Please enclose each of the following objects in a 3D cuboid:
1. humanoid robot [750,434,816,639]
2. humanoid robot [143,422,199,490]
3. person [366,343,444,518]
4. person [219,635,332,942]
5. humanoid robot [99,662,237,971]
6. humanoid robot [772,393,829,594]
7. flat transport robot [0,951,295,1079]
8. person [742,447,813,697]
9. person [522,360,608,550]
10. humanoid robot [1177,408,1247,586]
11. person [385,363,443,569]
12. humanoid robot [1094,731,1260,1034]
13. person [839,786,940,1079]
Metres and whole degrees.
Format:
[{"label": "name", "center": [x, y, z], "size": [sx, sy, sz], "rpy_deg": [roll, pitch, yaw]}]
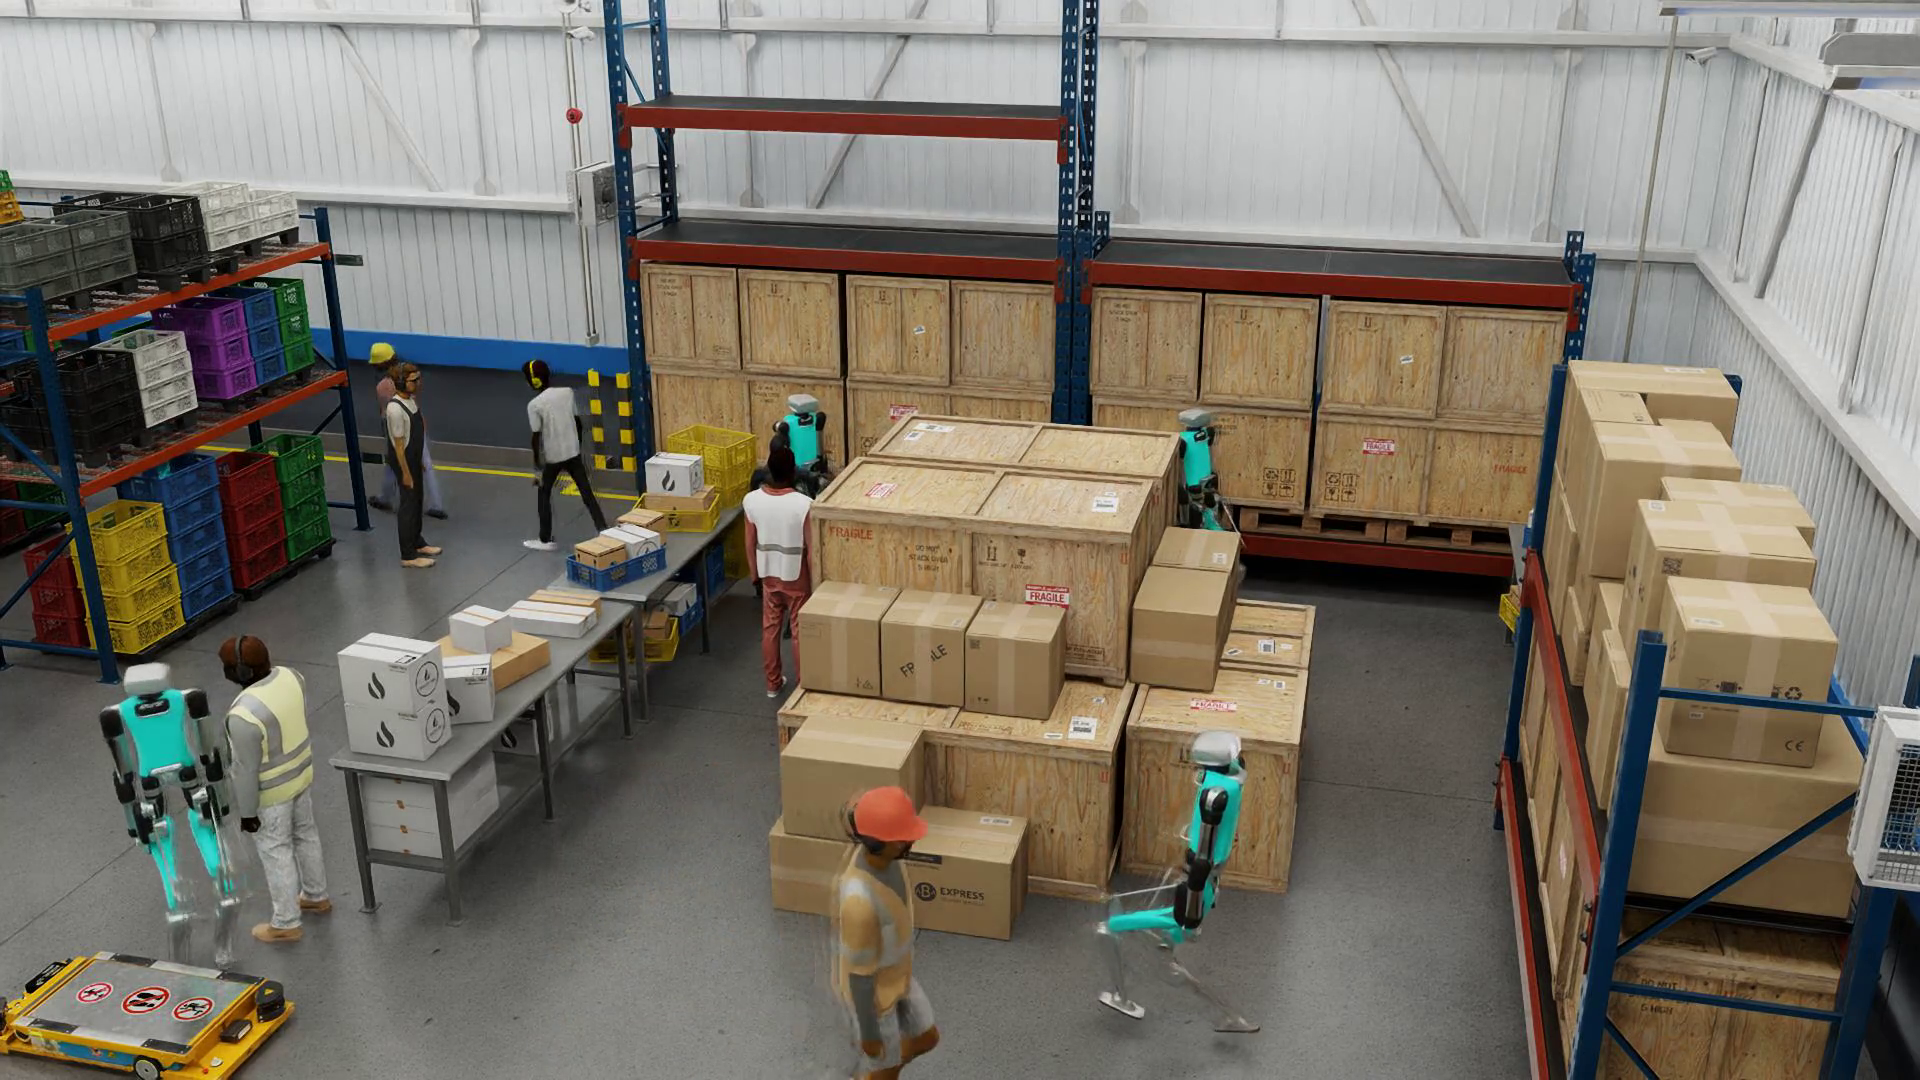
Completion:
[{"label": "humanoid robot", "center": [-1.381, -0.086, 13.341], "size": [0.609, 1.633, 0.698], "rpy_deg": [2, 21, 5]}, {"label": "humanoid robot", "center": [-7.177, -0.699, 14.861], "size": [0.542, 1.748, 1.033], "rpy_deg": [5, 21, 12]}, {"label": "person", "center": [-5.338, -1.046, 15.747], "size": [0.925, 1.711, 0.552], "rpy_deg": [11, 23, 26]}, {"label": "person", "center": [-3.832, 1.371, 9.269], "size": [0.430, 1.837, 0.625], "rpy_deg": [3, 21, 8]}, {"label": "humanoid robot", "center": [-4.168, 1.578, 8.887], "size": [0.532, 1.795, 0.734], "rpy_deg": [-10, 23, -25]}, {"label": "humanoid robot", "center": [-1.149, -0.292, 13.763], "size": [0.705, 1.808, 0.530], "rpy_deg": [17, 27, 38]}, {"label": "flat transport robot", "center": [-4.270, 2.464, 8.601], "size": [1.431, 0.231, 0.659], "rpy_deg": [5, 22, 13]}, {"label": "person", "center": [-1.269, 0.256, 12.066], "size": [0.587, 1.920, 0.390], "rpy_deg": [8, 22, 20]}, {"label": "person", "center": [-3.508, -0.711, 14.776], "size": [0.889, 1.799, 0.593], "rpy_deg": [19, 28, 41]}, {"label": "humanoid robot", "center": [2.076, -0.161, 13.388], "size": [0.777, 1.746, 0.582], "rpy_deg": [17, 27, 37]}, {"label": "person", "center": [-4.817, -0.657, 14.576], "size": [0.346, 1.837, 0.500], "rpy_deg": [-1, 21, -4]}, {"label": "humanoid robot", "center": [1.041, 1.753, 8.444], "size": [1.041, 1.750, 0.548], "rpy_deg": [8, 22, 19]}, {"label": "person", "center": [-0.313, 1.981, 7.401], "size": [0.440, 2.026, 0.637], "rpy_deg": [4, 21, 10]}]
